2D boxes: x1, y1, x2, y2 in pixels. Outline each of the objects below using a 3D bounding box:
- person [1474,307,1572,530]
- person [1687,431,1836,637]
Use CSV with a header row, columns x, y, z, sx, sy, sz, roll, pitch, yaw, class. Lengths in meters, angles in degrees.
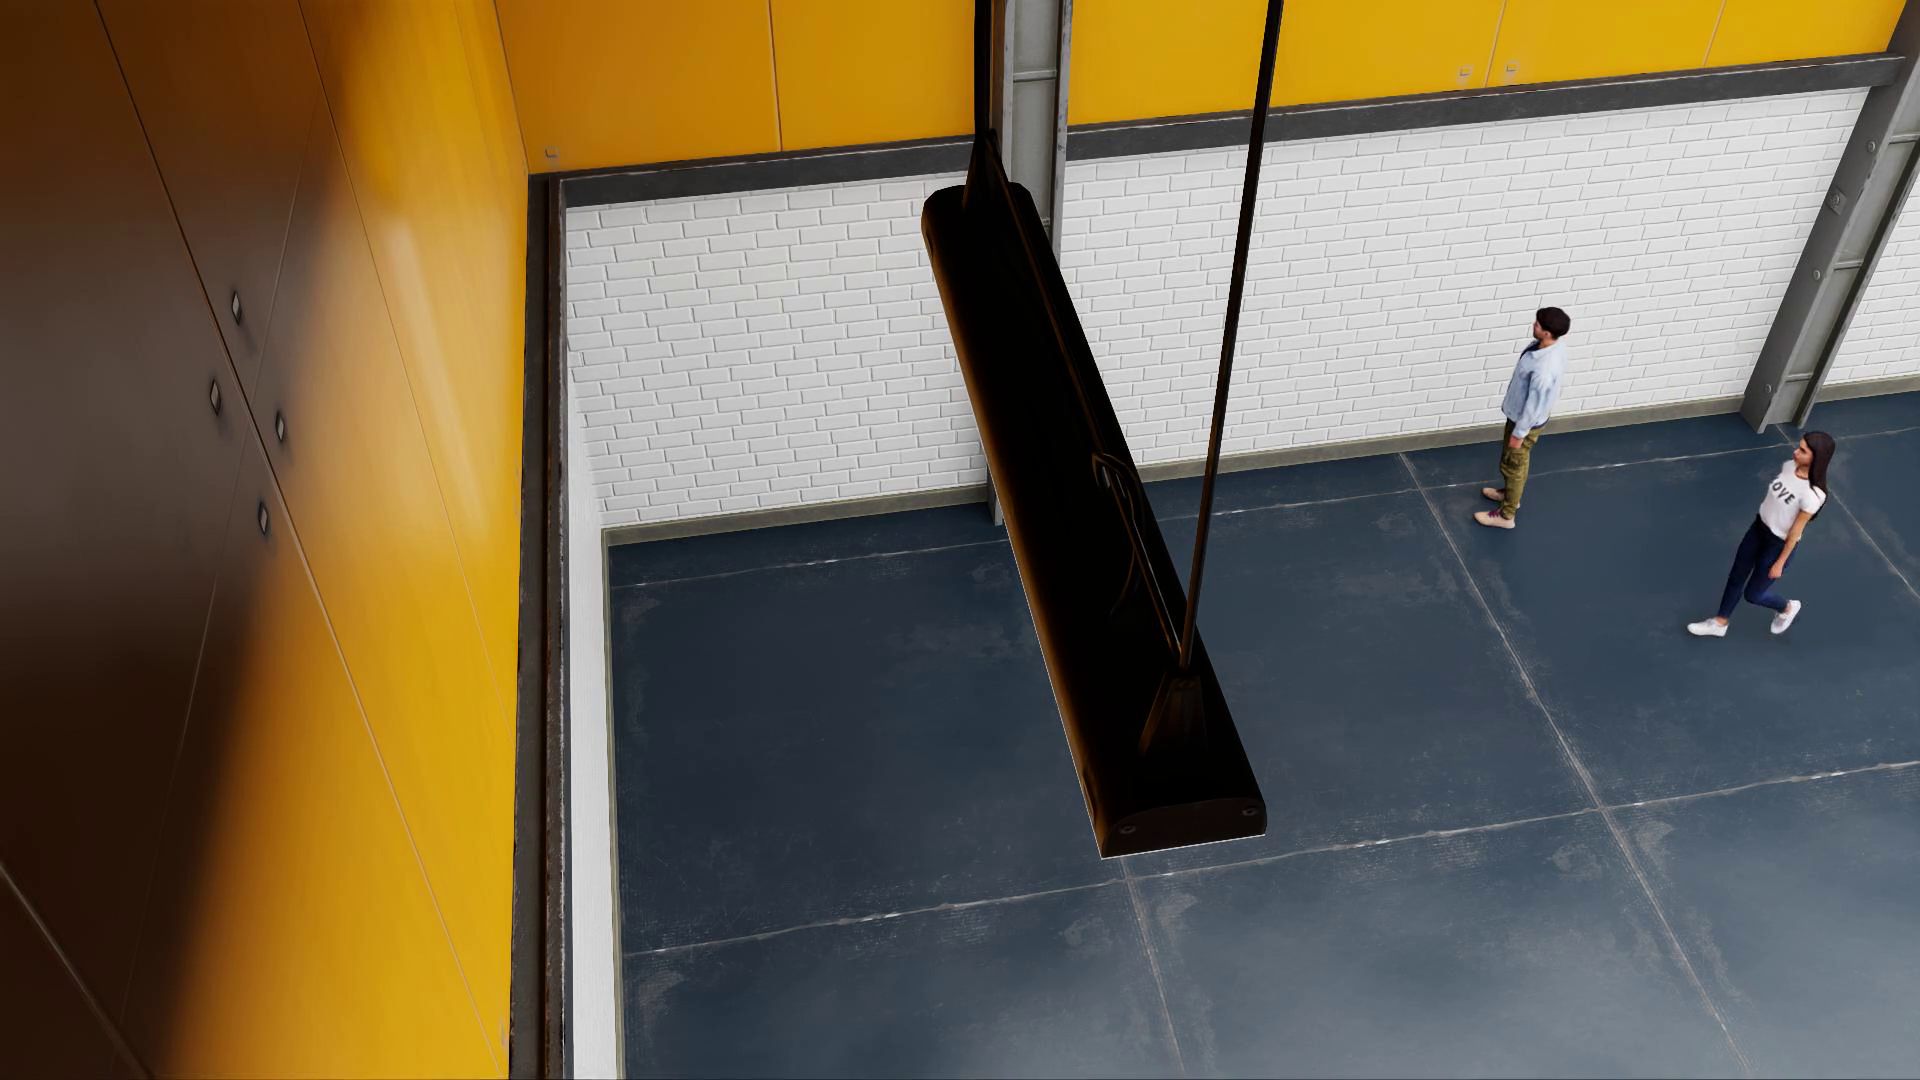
x,y,z,sx,sy,sz,roll,pitch,yaw,class
3.943,-0.848,11.558,0.779,1.809,0.762,18,47,18,person
5.285,0.023,10.677,0.902,1.762,0.642,-4,44,-4,person
